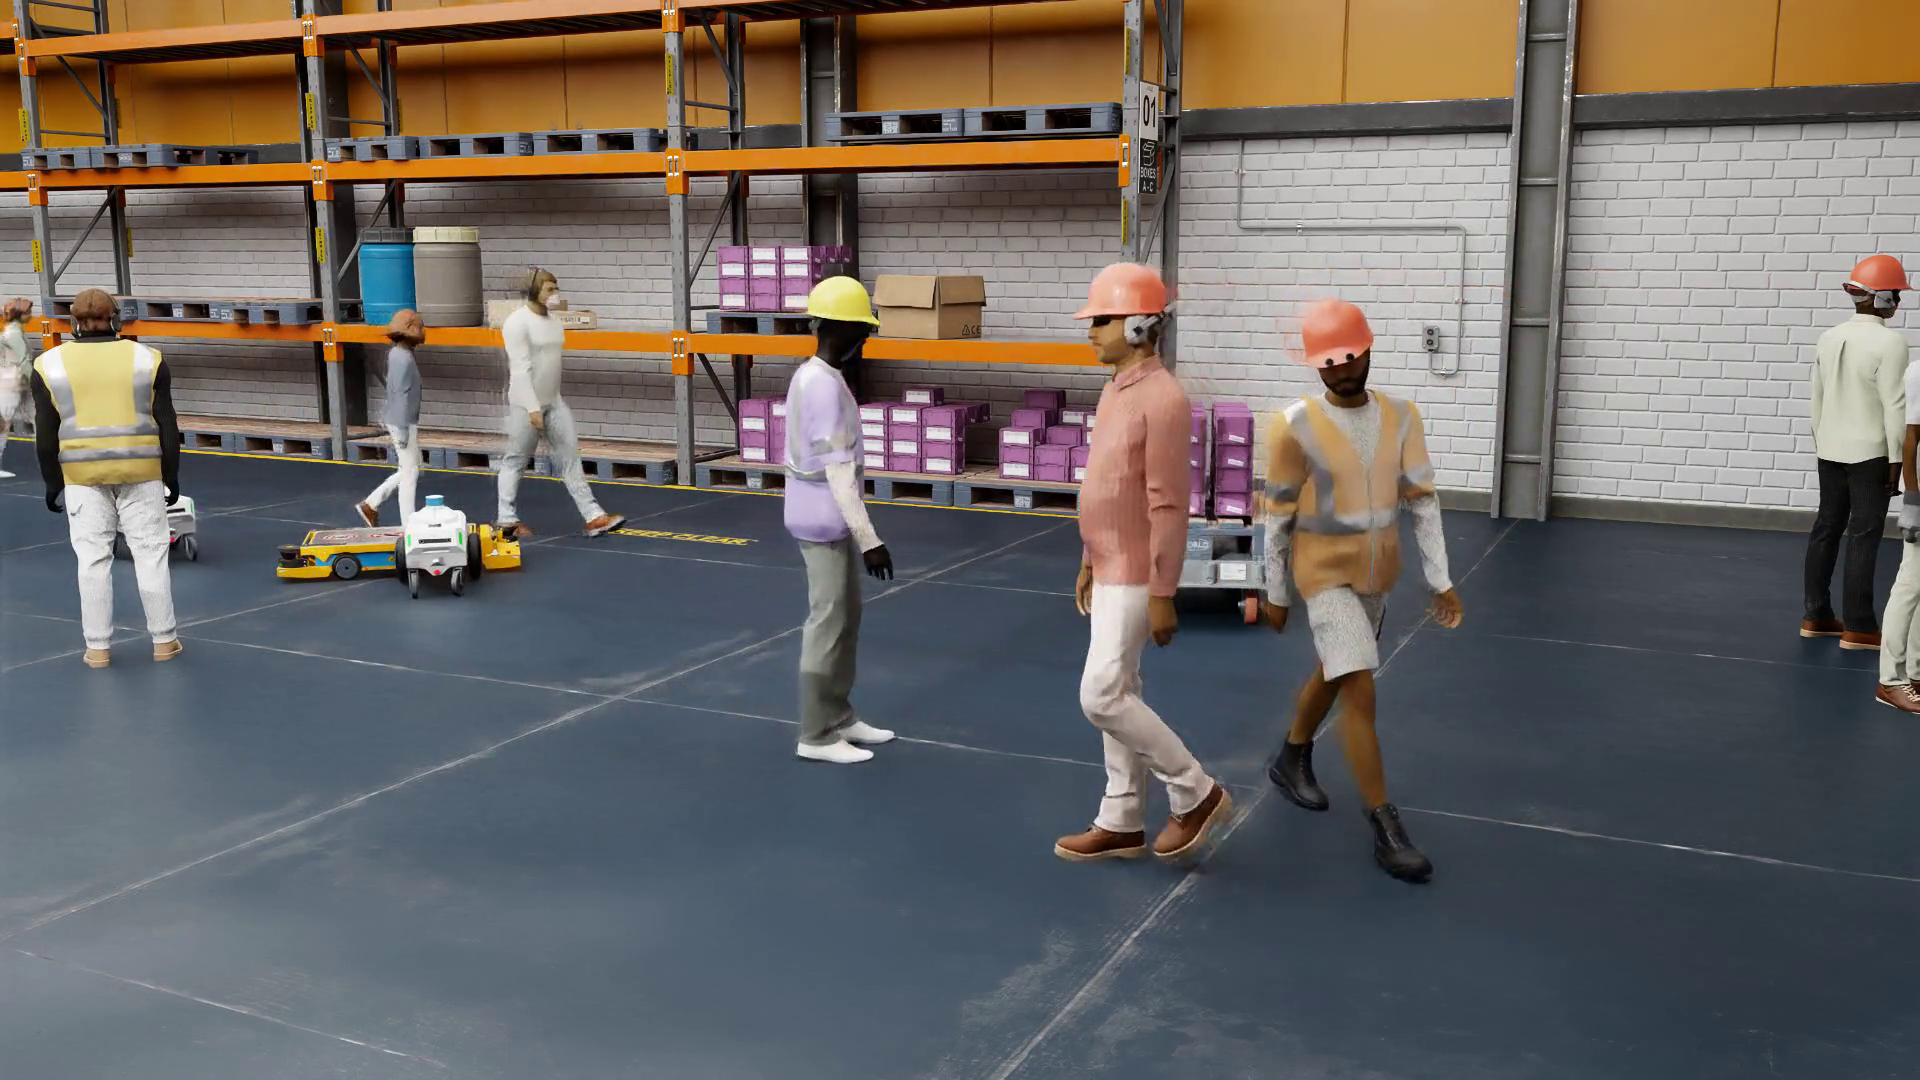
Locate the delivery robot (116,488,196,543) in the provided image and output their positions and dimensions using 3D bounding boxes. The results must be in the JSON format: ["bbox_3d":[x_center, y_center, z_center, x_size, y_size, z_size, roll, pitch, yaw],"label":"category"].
[{"bbox_3d":[-5.324,-0.196,10.918,0.707,0.478,0.477,9,13,42],"label":"delivery robot"}]

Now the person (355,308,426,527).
[{"bbox_3d":[-3.883,-0.777,11.439,0.482,1.621,0.552,-4,11,-20],"label":"person"}]

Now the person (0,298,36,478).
[{"bbox_3d":[-8.320,-1.352,14.827,0.881,1.592,0.509,-4,11,-24],"label":"person"}]

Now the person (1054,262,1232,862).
[{"bbox_3d":[0.564,0.099,5.404,0.457,1.979,0.620,-1,10,-8],"label":"person"}]

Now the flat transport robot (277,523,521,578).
[{"bbox_3d":[-3.539,0.055,10.561,1.431,0.197,0.652,-3,10,-16],"label":"flat transport robot"}]

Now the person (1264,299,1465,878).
[{"bbox_3d":[1.302,0.115,5.664,0.569,1.872,1.036,-4,11,-21],"label":"person"}]

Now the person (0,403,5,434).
[{"bbox_3d":[-6.582,-0.776,10.735,0.691,1.872,0.930,-4,11,-22],"label":"person"}]

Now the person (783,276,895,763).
[{"bbox_3d":[-0.490,-0.071,6.554,0.400,1.922,0.616,0,10,-3],"label":"person"}]

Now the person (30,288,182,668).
[{"bbox_3d":[-4.129,-0.297,8.103,0.621,1.838,0.429,-5,11,-26],"label":"person"}]

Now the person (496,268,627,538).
[{"bbox_3d":[-2.858,-0.924,11.544,1.016,1.882,0.645,4,11,23],"label":"person"}]

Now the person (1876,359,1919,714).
[{"bbox_3d":[4.321,-0.174,7.313,0.514,1.866,0.329,-6,12,-30],"label":"person"}]

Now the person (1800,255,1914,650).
[{"bbox_3d":[4.587,-0.442,8.475,0.376,1.995,0.612,-2,10,-12],"label":"person"}]

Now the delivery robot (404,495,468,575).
[{"bbox_3d":[-3.125,-0.024,9.929,0.477,0.478,0.707,-3,10,-16],"label":"delivery robot"}]
